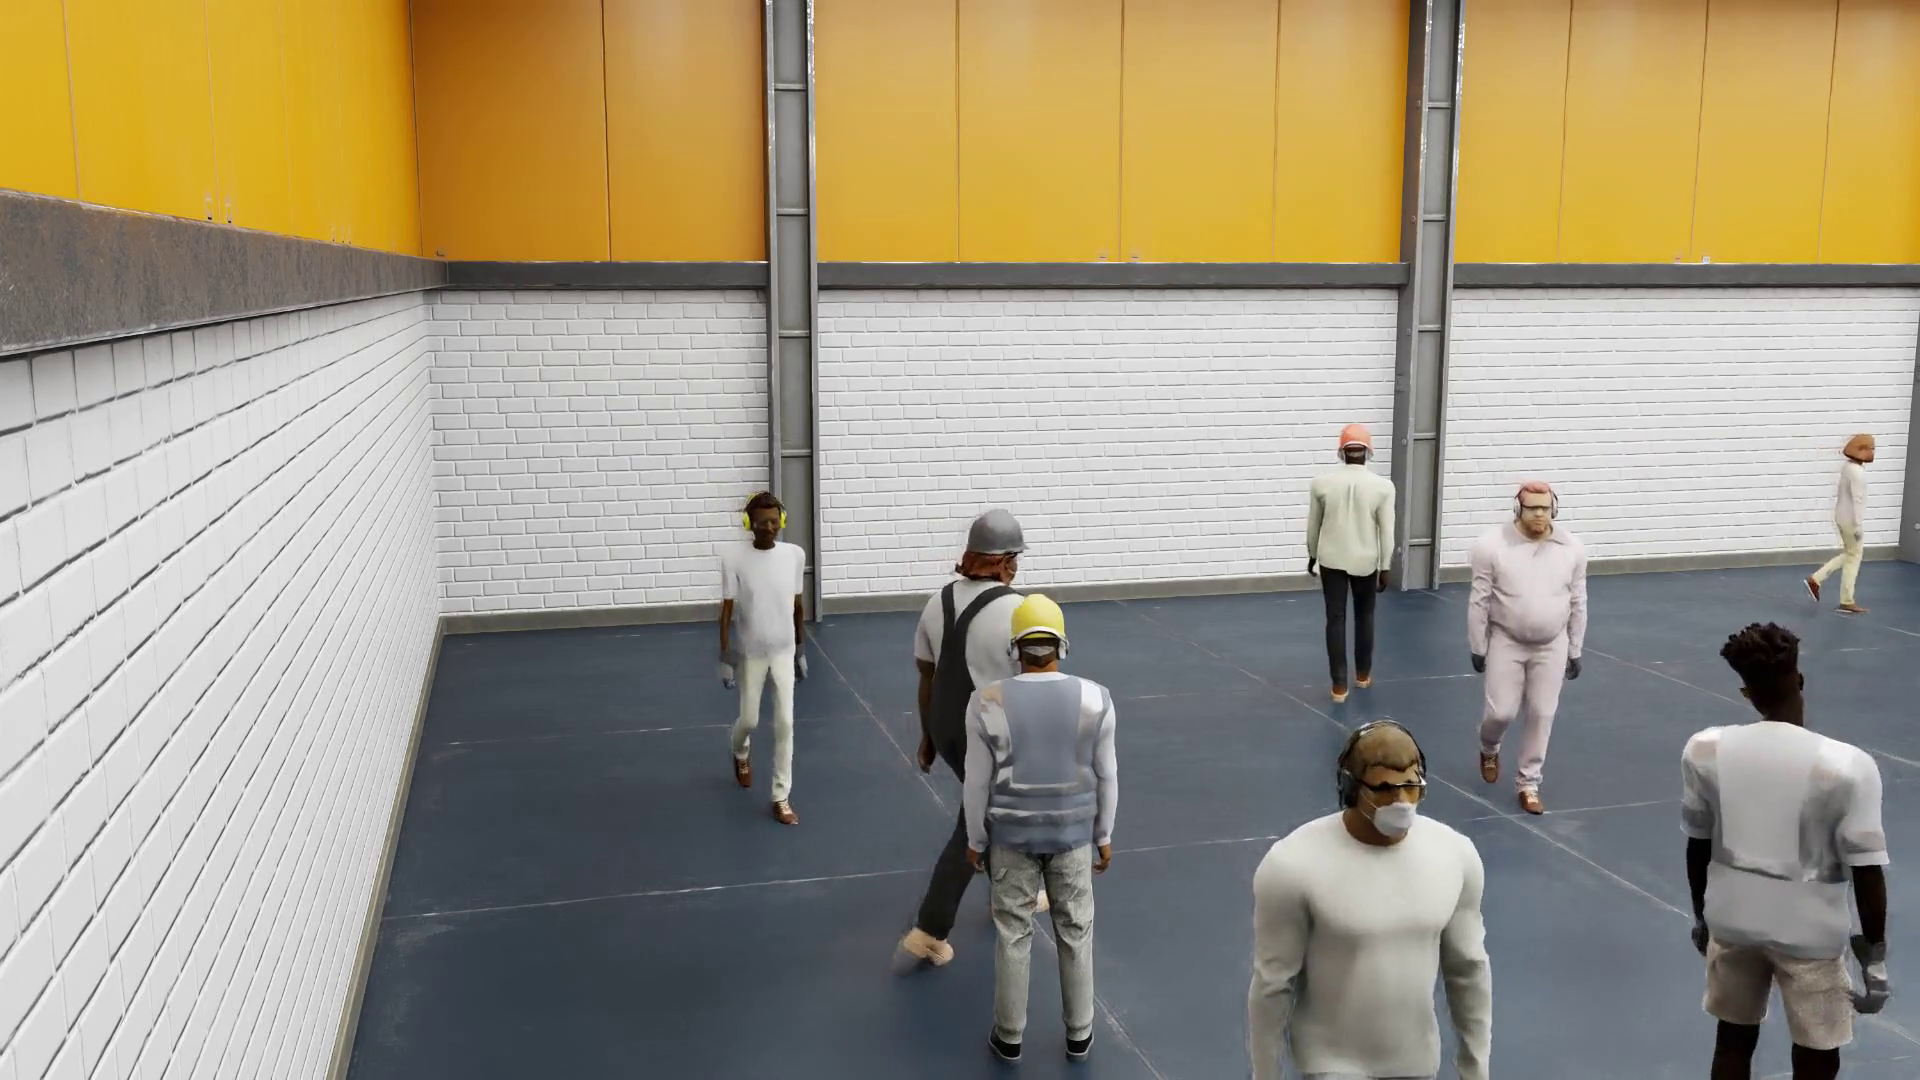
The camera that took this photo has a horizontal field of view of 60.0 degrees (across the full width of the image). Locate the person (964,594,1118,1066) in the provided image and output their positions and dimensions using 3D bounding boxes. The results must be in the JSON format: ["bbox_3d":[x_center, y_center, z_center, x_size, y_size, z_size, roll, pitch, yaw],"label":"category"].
[{"bbox_3d":[0.305,1.111,6.367,0.588,1.823,0.403,-1,9,-3],"label":"person"}]

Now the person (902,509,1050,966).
[{"bbox_3d":[0.066,0.830,7.438,1.011,2.000,0.674,-8,12,-39],"label":"person"}]

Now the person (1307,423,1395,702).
[{"bbox_3d":[2.811,0.136,12.002,0.614,1.957,0.869,2,9,14],"label":"person"}]

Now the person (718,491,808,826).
[{"bbox_3d":[-1.118,0.619,9.384,0.525,1.844,0.822,-4,10,-21],"label":"person"}]

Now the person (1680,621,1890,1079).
[{"bbox_3d":[2.645,1.242,5.247,0.368,1.940,0.777,-7,12,-39],"label":"person"}]

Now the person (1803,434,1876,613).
[{"bbox_3d":[7.921,-0.153,14.890,0.451,1.618,0.518,2,9,13],"label":"person"}]

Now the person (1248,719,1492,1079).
[{"bbox_3d":[1.087,1.382,4.474,0.645,1.896,1.005,-2,9,-15],"label":"person"}]

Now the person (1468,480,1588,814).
[{"bbox_3d":[3.221,0.583,9.475,0.642,1.891,0.542,1,9,6],"label":"person"}]
